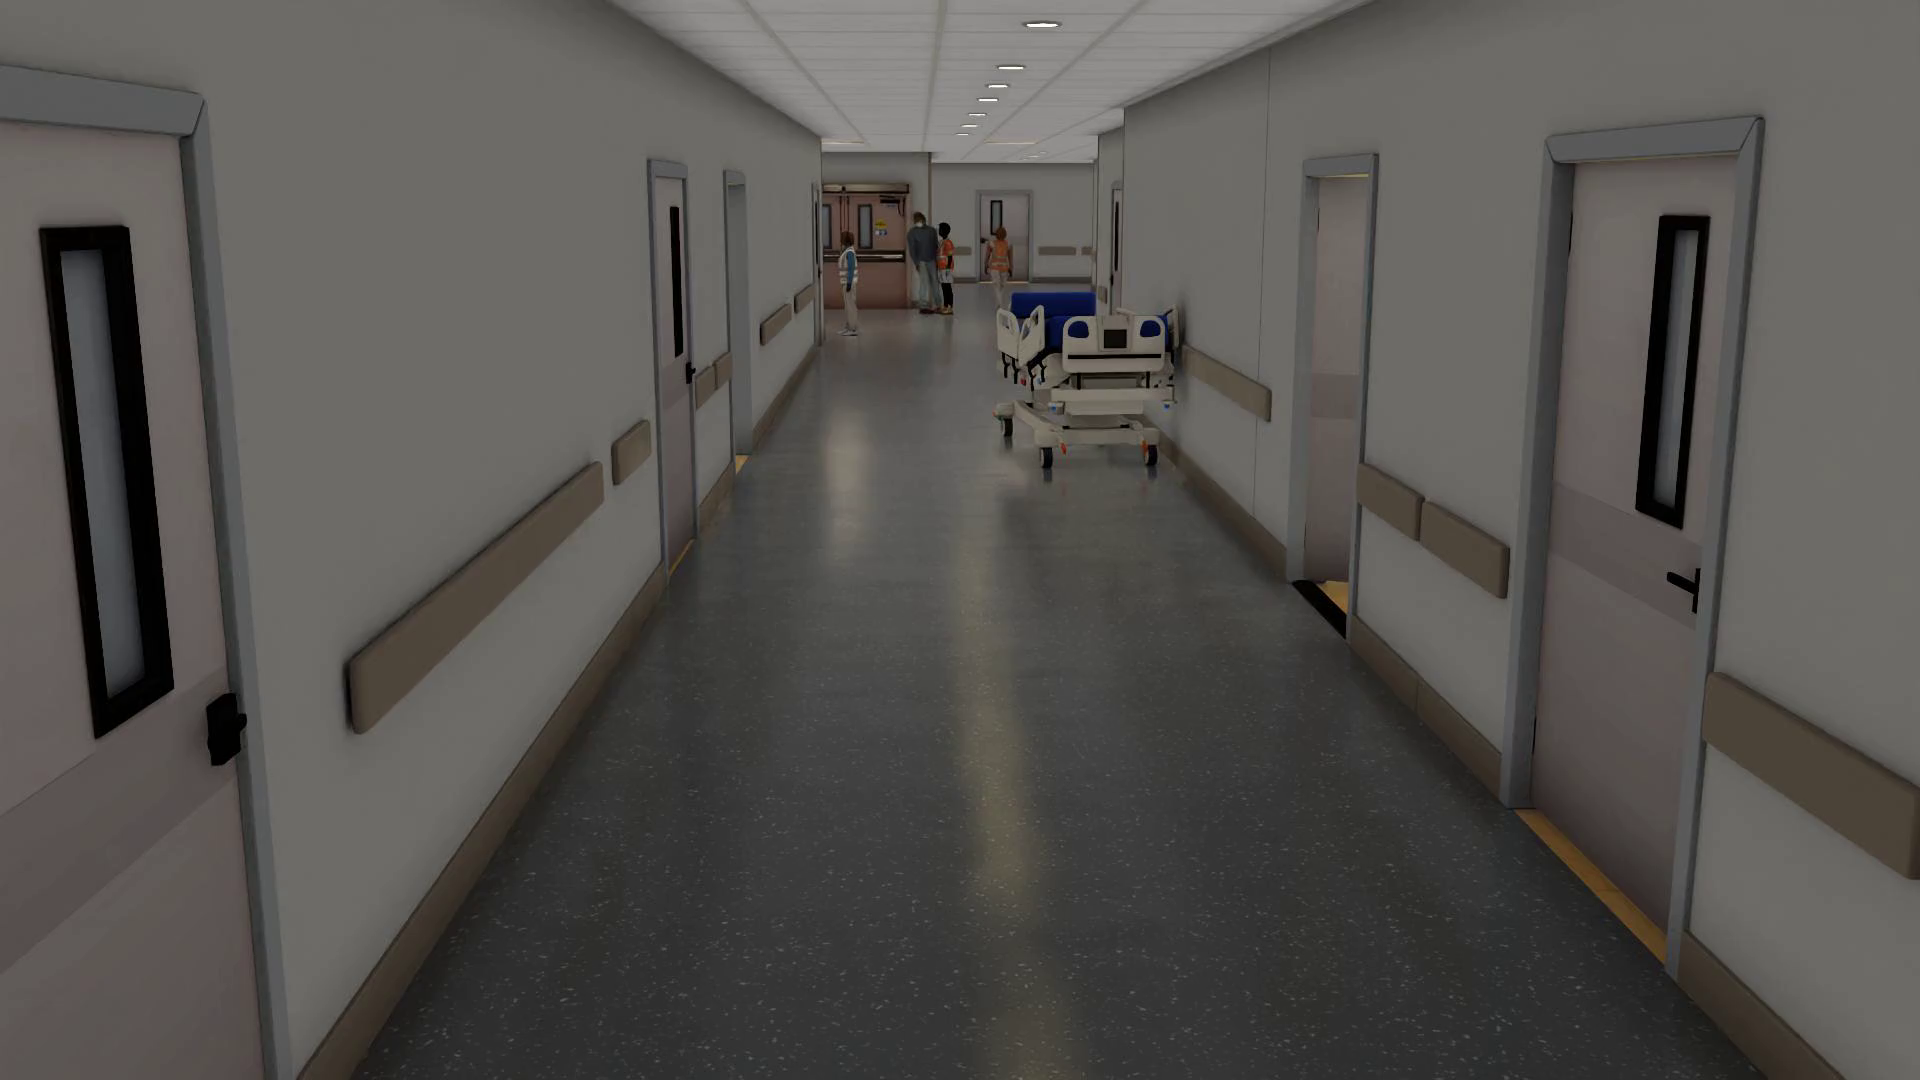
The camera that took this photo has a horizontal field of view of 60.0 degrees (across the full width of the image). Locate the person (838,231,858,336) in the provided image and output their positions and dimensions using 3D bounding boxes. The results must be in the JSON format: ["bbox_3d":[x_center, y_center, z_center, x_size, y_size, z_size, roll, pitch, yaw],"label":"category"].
[{"bbox_3d":[-1.751,-4.019,26.062,0.309,1.641,0.514,-3,12,-13],"label":"person"}]

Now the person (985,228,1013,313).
[{"bbox_3d":[0.736,-5.099,31.441,0.516,1.589,0.876,-2,12,-12],"label":"person"}]

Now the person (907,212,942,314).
[{"bbox_3d":[-0.649,-5.148,30.980,0.690,1.886,0.409,-7,13,-30],"label":"person"}]

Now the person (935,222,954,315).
[{"bbox_3d":[-0.281,-5.035,30.869,0.315,1.695,0.541,-4,12,-17],"label":"person"}]
